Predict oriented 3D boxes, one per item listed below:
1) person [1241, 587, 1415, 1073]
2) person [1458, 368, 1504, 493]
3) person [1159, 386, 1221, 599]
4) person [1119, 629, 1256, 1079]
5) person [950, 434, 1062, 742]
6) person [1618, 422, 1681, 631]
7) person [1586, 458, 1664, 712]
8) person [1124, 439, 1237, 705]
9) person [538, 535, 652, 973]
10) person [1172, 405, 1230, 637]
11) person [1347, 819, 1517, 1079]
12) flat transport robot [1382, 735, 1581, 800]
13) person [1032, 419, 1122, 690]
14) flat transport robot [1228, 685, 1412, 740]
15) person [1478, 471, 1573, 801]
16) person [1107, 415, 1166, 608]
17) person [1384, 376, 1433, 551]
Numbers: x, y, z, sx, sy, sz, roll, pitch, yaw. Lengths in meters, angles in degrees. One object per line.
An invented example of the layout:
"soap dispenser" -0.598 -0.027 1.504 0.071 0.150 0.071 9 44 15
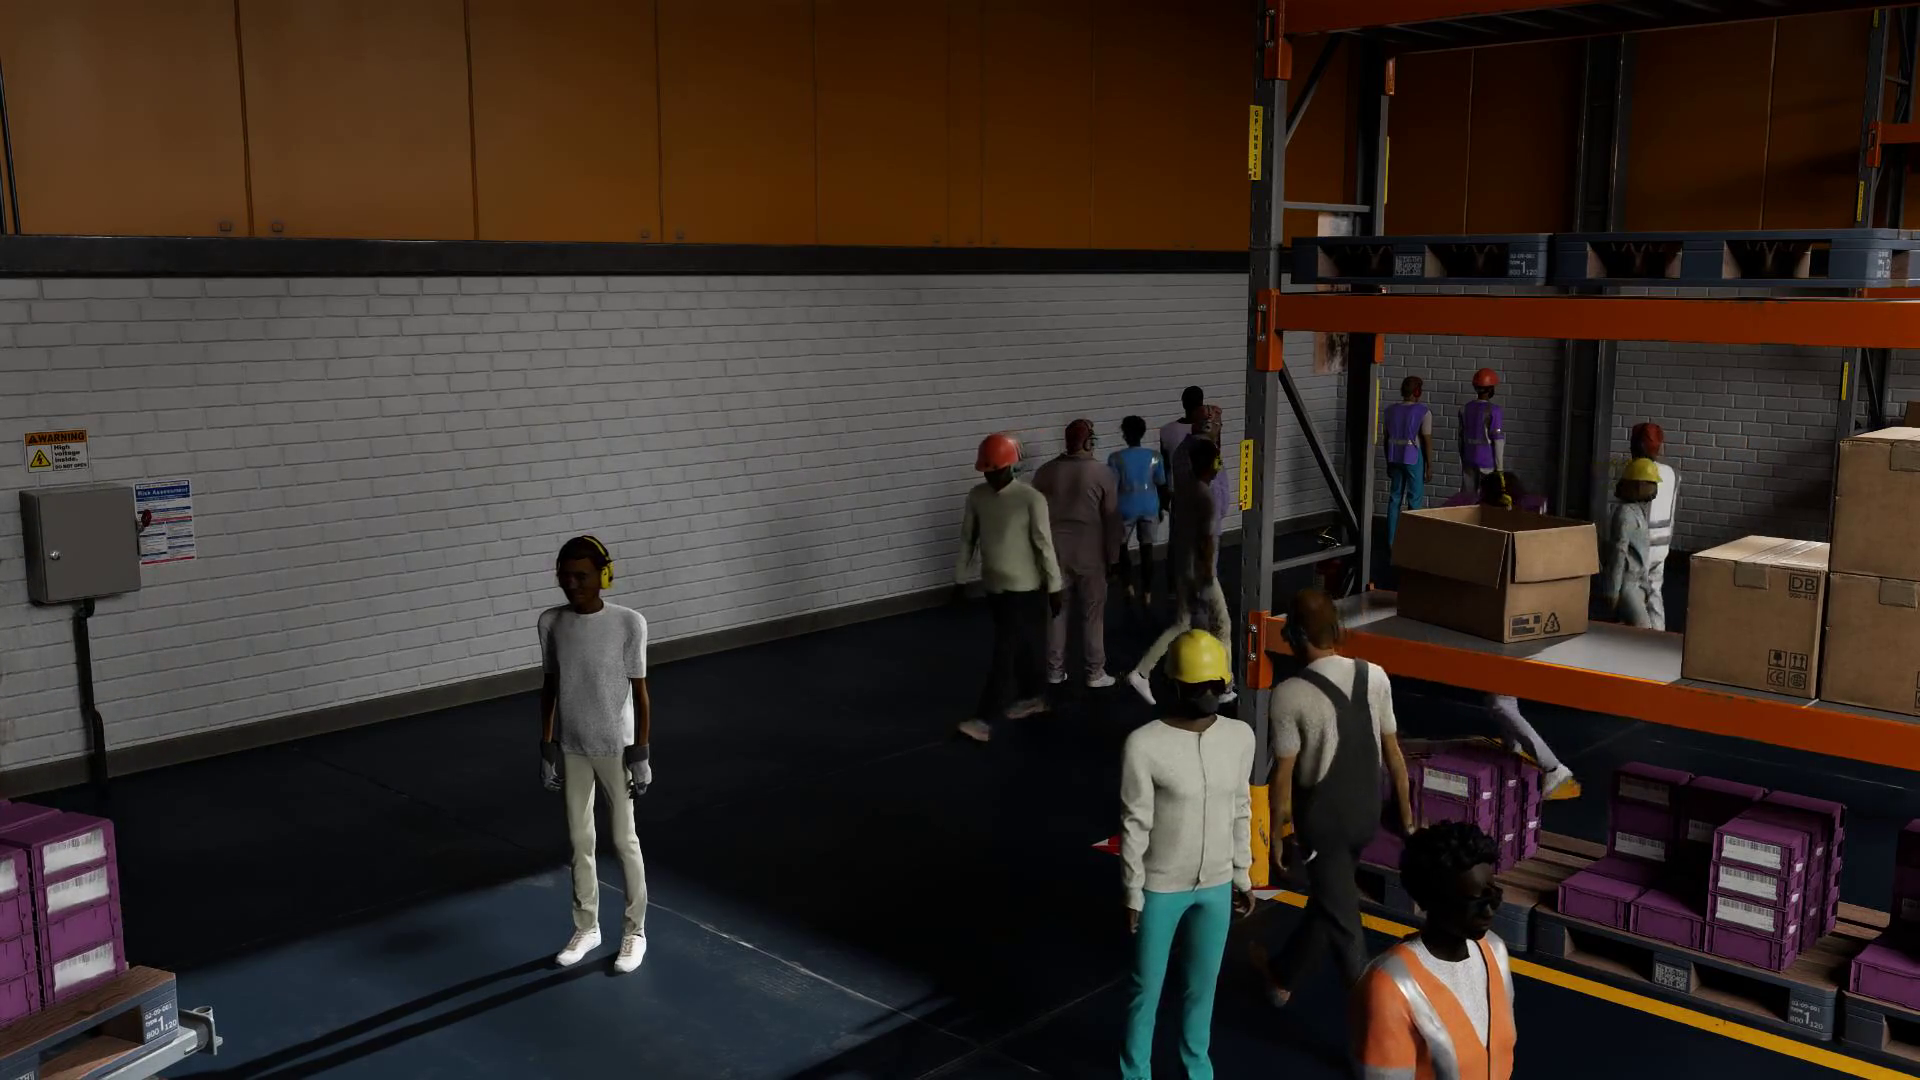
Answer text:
"person" 1.382 1.060 6.250 0.594 1.766 1.002 -5 10 -27
"person" 5.363 -0.795 17.090 0.348 1.943 0.545 -6 11 -32
"person" 2.048 -0.407 14.774 0.593 1.921 0.388 6 11 32
"person" 0.774 1.163 5.620 0.526 1.769 0.328 -4 10 -24
"person" 0.267 0.281 10.557 0.699 1.920 1.057 8 12 41
"person" 4.799 0.111 11.709 0.583 1.882 0.339 -6 11 -32
"person" 4.467 0.326 10.863 0.748 1.713 0.515 5 10 27
"person" 1.550 0.225 11.221 0.857 1.831 0.509 -5 11 -28
"person" -1.539 0.894 7.001 0.510 1.862 0.323 2 10 13
"person" 1.900 -0.107 13.002 0.407 1.902 0.639 -3 10 -15
"person" 1.107 1.474 3.920 0.531 1.697 0.322 -8 12 -40
"flat transport robot" 2.667 1.299 9.359 1.431 0.197 0.652 -2 9 -10
"person" 0.839 0.099 11.724 0.651 1.904 0.403 4 10 25
"flat transport robot" 2.215 1.143 10.313 0.652 0.197 1.431 -2 9 -10
"person" 3.151 0.542 9.259 0.605 1.837 0.569 6 11 33
"person" 1.531 -0.249 14.502 0.561 1.682 0.368 -2 9 -9
"person" 4.648 -0.780 17.285 0.388 1.846 0.567 -8 13 -42
